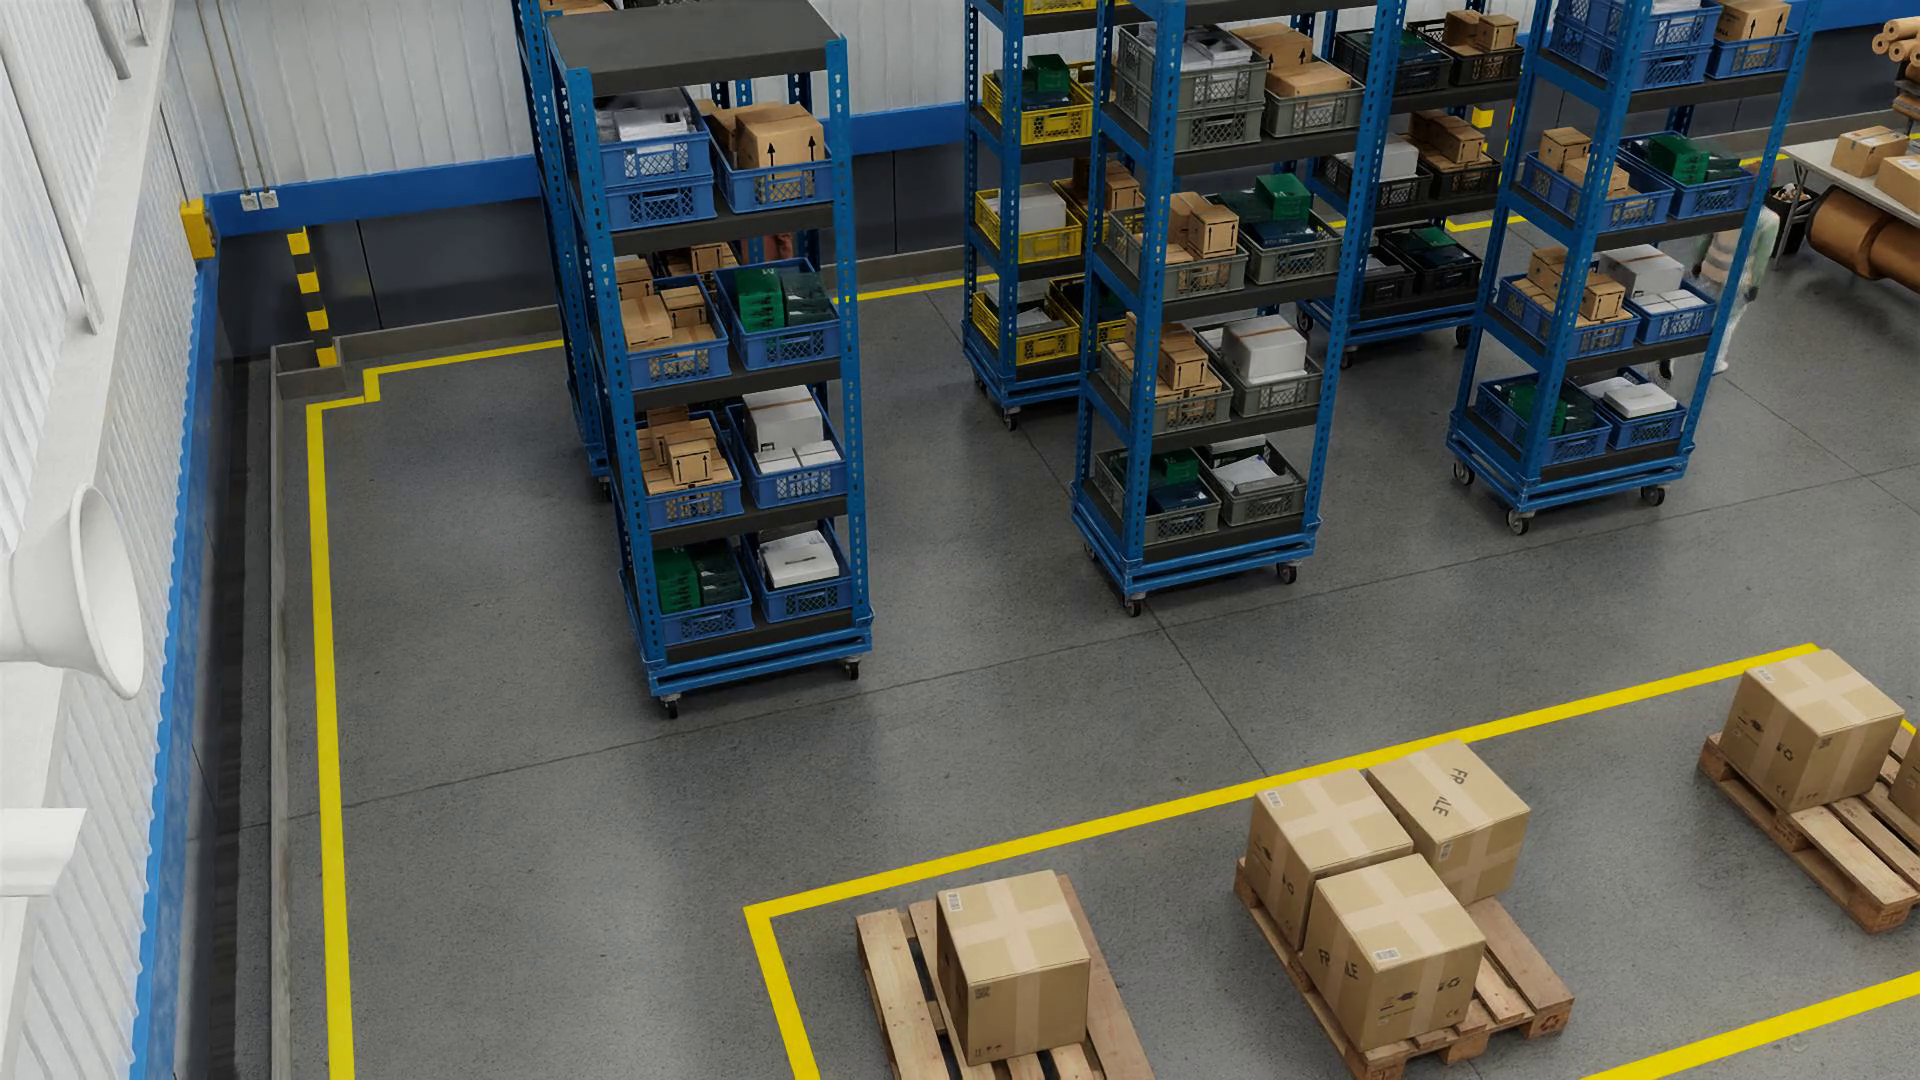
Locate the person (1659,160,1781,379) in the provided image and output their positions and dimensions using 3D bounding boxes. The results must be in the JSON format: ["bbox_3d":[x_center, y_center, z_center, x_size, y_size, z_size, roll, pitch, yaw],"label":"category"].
[{"bbox_3d":[5.236,-1.810,11.441,0.641,1.618,0.521,-24,42,-30],"label":"person"}]
